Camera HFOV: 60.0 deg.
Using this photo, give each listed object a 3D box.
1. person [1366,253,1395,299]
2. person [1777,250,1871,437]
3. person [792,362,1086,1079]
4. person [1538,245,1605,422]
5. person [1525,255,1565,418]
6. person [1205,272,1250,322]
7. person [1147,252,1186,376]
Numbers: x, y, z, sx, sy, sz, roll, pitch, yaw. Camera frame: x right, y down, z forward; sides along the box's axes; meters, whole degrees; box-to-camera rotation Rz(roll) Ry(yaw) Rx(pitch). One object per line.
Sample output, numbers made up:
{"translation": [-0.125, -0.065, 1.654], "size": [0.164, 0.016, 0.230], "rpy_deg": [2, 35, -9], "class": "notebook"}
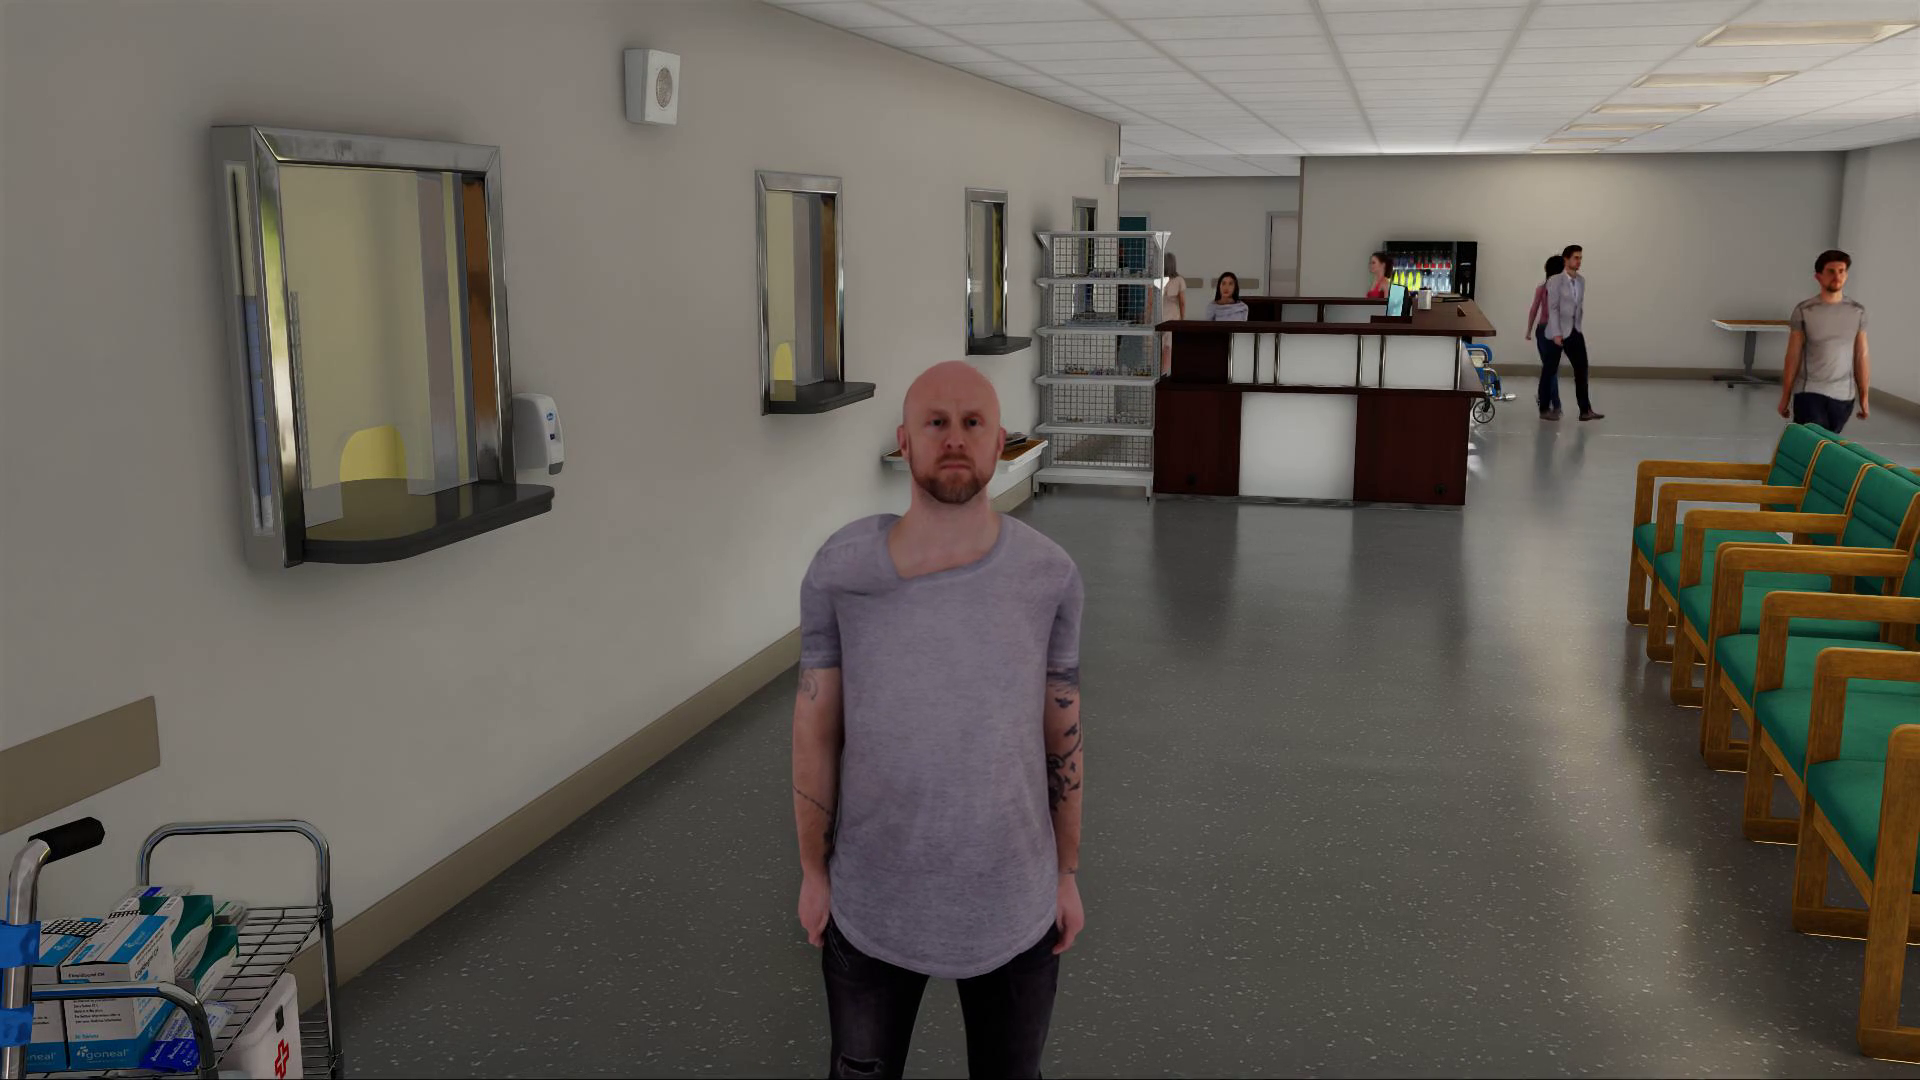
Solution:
{"translation": [4.822, -2.365, 18.843], "size": [1.026, 1.725, 0.763], "rpy_deg": [0, 11, -1], "class": "person"}
{"translation": [5.722, -0.953, 11.070], "size": [1.153, 1.851, 0.808], "rpy_deg": [2, 11, 10], "class": "person"}
{"translation": [-0.029, 0.598, 2.933], "size": [0.645, 1.837, 0.800], "rpy_deg": [-1, 11, -4], "class": "person"}
{"translation": [6.280, -2.160, 17.502], "size": [1.039, 1.824, 1.049], "rpy_deg": [-4, 11, -19], "class": "person"}
{"translation": [6.307, -2.133, 17.708], "size": [1.146, 1.693, 0.862], "rpy_deg": [0, 11, 1], "class": "person"}
{"translation": [2.460, -1.691, 15.550], "size": [0.617, 1.629, 0.734], "rpy_deg": [-3, 11, -15], "class": "person"}
{"translation": [2.460, -2.537, 19.848], "size": [1.113, 1.690, 0.764], "rpy_deg": [1, 11, 8], "class": "person"}
